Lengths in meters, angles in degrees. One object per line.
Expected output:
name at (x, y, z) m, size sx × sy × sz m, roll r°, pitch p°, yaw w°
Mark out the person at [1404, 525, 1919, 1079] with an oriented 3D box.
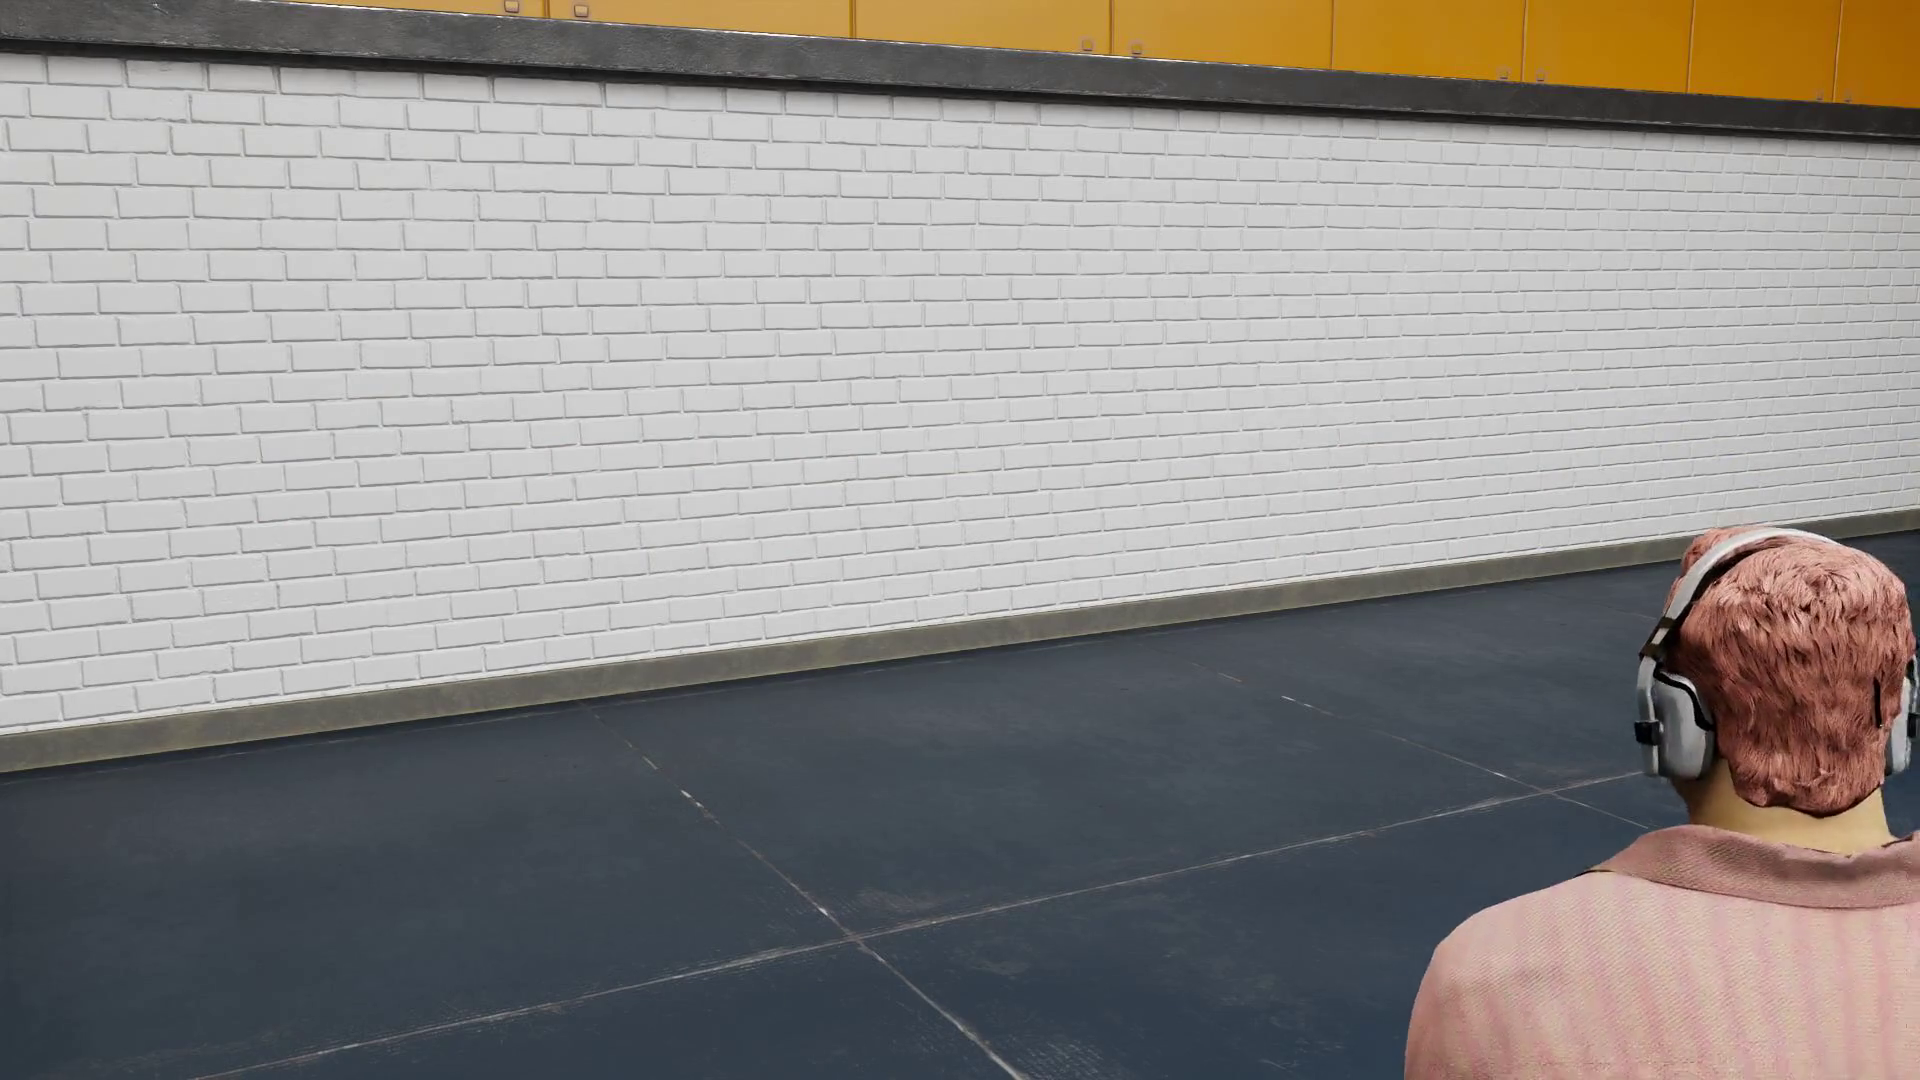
person at (0.719, 0.908, 1.667) m, size 0.676 × 1.876 × 0.798 m, roll 1°, pitch 10°, yaw 6°
